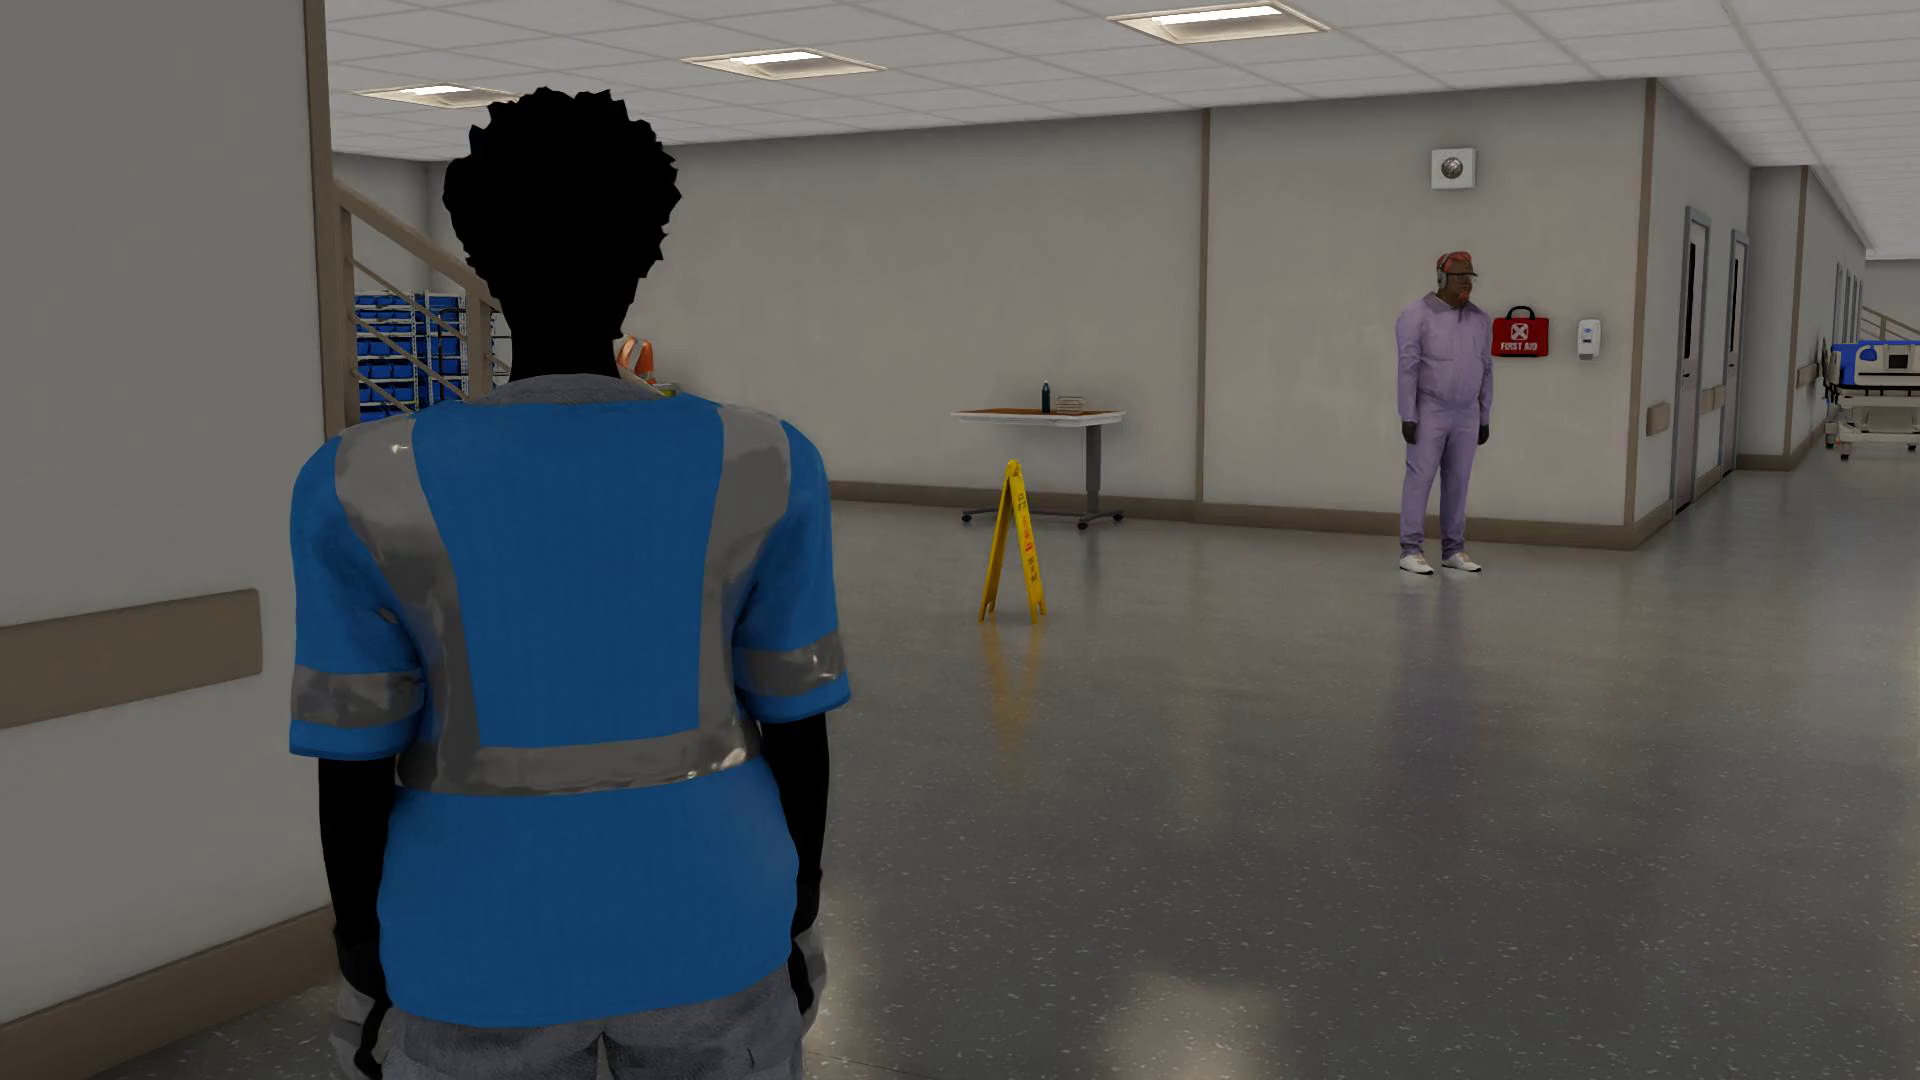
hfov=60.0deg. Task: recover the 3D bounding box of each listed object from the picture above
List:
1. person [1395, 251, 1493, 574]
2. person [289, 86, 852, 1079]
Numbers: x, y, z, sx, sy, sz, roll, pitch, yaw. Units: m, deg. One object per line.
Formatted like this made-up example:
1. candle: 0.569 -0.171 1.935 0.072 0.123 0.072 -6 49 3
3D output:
1. person: 2.885 -0.744 9.845 0.646 1.901 0.401 -3 8 -19
2. person: -0.371 0.416 1.666 0.532 1.697 0.319 -2 8 -18
